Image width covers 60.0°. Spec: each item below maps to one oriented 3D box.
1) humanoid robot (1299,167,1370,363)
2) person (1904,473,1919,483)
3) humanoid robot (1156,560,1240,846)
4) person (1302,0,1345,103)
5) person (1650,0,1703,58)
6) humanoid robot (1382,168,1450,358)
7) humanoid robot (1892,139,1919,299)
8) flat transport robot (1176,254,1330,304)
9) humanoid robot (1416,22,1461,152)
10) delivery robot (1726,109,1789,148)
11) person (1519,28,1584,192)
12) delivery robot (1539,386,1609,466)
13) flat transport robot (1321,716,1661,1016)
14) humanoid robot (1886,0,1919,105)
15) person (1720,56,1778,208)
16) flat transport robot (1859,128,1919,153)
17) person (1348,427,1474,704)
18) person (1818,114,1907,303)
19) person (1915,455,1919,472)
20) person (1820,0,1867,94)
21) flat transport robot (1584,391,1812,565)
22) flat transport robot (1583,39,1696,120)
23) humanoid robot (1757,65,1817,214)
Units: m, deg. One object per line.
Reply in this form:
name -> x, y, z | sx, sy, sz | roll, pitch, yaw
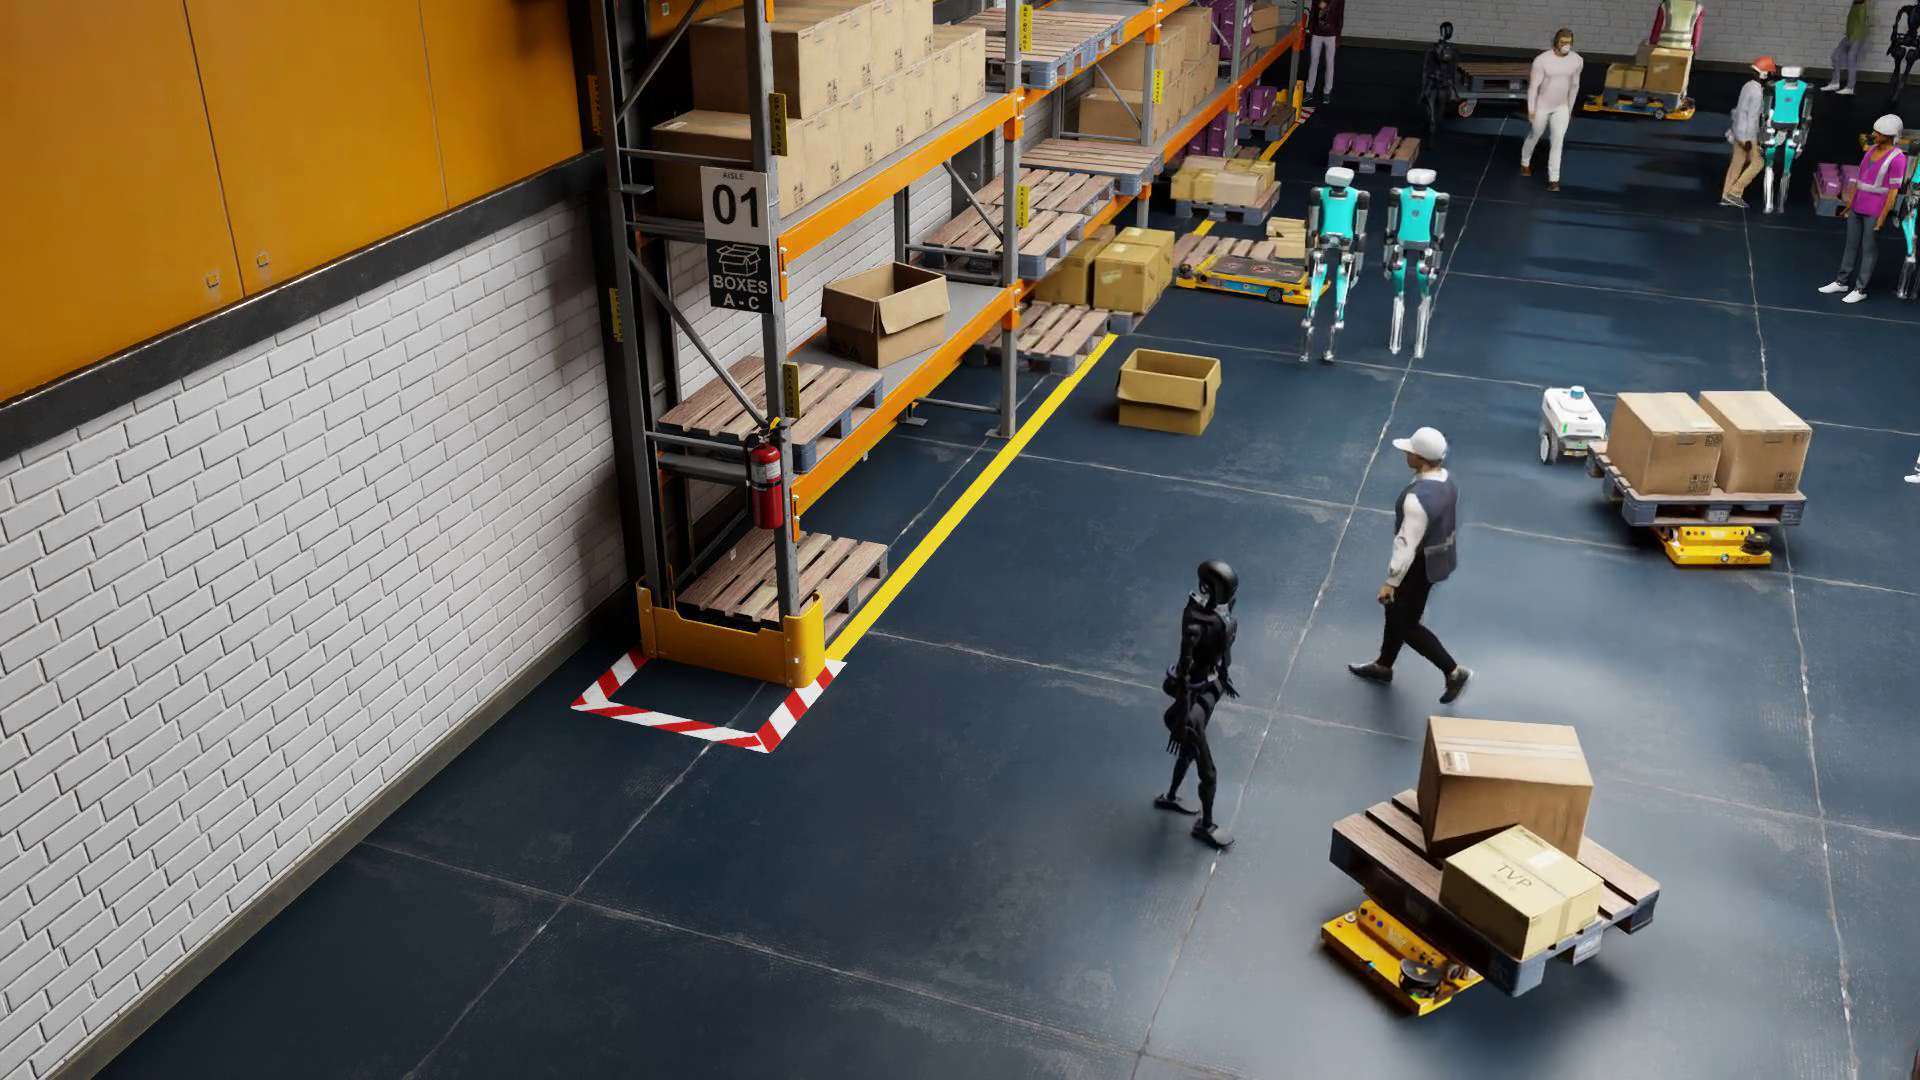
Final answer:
humanoid robot -> 3.257, -2.357, 14.686 | 0.542, 1.771, 0.659 | 10, 29, 19
person -> 7.474, -1.100, 12.390 | 0.280, 1.636, 0.499 | -2, 27, -3
humanoid robot -> 1.281, 0.807, 8.655 | 0.545, 1.640, 0.612 | 16, 31, 28
person -> 5.316, -7.371, 24.215 | 0.489, 1.951, 0.422 | 13, 30, 23
person -> 10.152, -7.007, 23.653 | 0.694, 1.827, 0.430 | 2, 27, 3
humanoid robot -> 4.107, -2.526, 15.030 | 0.530, 1.768, 0.665 | 11, 29, 21
humanoid robot -> 9.426, -3.120, 16.232 | 0.535, 1.829, 0.694 | 6, 28, 11
flat transport robot -> 2.982, -2.658, 16.906 | 1.431, 0.231, 0.659 | 13, 30, 23
humanoid robot -> 6.234, -5.977, 21.826 | 0.600, 1.628, 0.642 | -8, 28, -15
delivery robot -> 10.693, -5.553, 22.223 | 0.808, 0.607, 0.499 | 8, 28, 15
person -> 7.172, -5.271, 20.216 | 0.642, 1.886, 1.047 | 0, 27, 0
delivery robot -> 4.871, -0.936, 13.226 | 0.499, 0.568, 0.747 | 2, 27, 4
flat transport robot -> 2.539, 1.828, 8.205 | 1.431, 0.231, 0.659 | -16, 31, -28
humanoid robot -> 13.777, -7.172, 24.130 | 0.556, 1.636, 0.599 | -21, 34, -35
person -> 9.192, -4.730, 19.317 | 0.405, 1.736, 0.574 | 4, 28, 8
flat transport robot -> 12.646, -5.205, 21.847 | 1.431, 0.231, 0.659 | 10, 29, 18
person -> 2.747, 0.160, 9.832 | 0.701, 1.737, 0.747 | 14, 30, 25
person -> 8.925, -3.256, 16.345 | 0.337, 1.847, 0.514 | -7, 28, -13
person -> 7.710, -1.330, 12.711 | 0.339, 1.747, 0.571 | 21, 34, 34
person -> 13.190, -7.435, 24.699 | 0.563, 1.602, 0.568 | 5, 28, 10
flat transport robot -> 5.314, -0.223, 12.184 | 0.659, 0.231, 1.431 | 0, 27, 0
flat transport robot -> 9.756, -6.244, 23.863 | 1.431, 0.231, 0.659 | 13, 30, 24
humanoid robot -> 9.390, -4.528, 19.030 | 0.557, 1.862, 0.779 | 14, 31, 25
